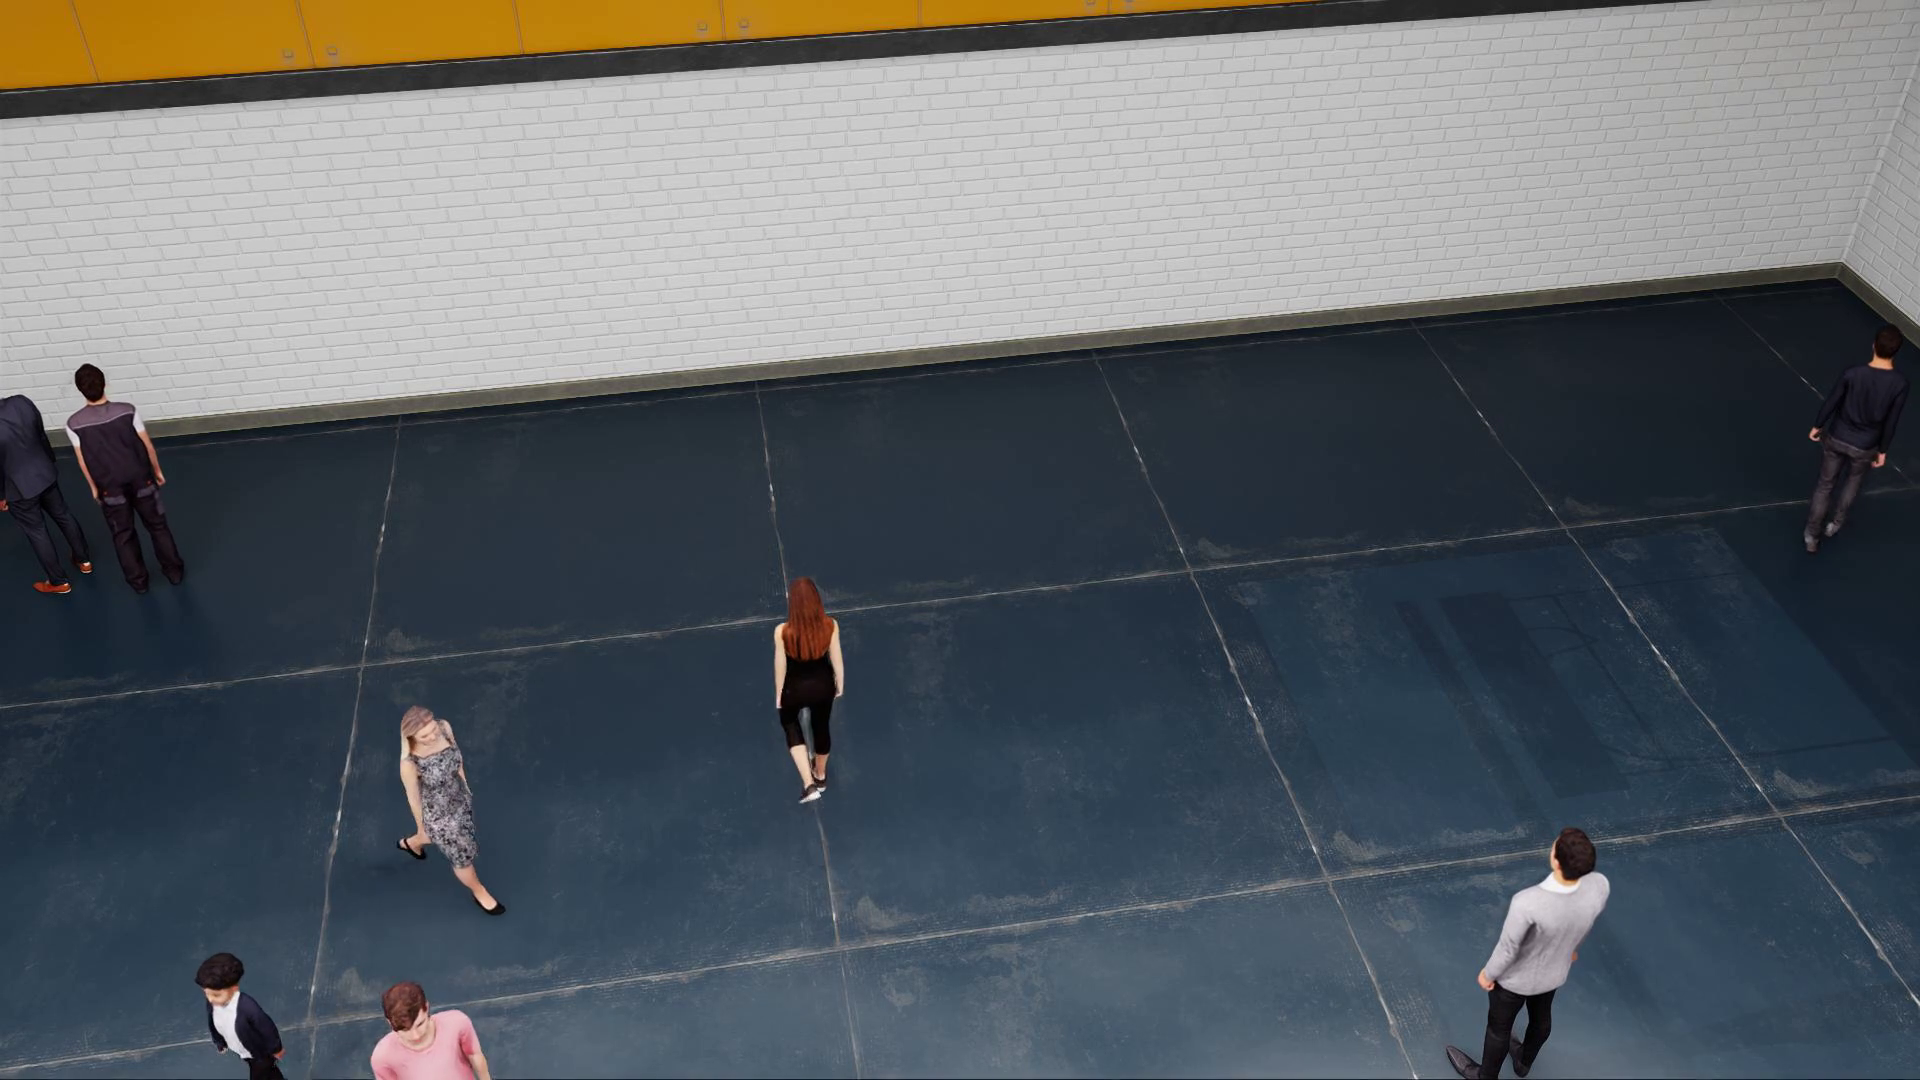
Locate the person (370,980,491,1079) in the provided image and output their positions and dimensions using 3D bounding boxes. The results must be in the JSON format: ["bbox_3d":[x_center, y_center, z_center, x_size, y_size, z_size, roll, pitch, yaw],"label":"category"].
[{"bbox_3d":[-2.456,2.646,7.877,0.831,1.929,1.034,-18,42,-22],"label":"person"}]

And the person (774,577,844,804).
[{"bbox_3d":[-0.922,0.973,10.146,0.596,1.714,0.779,-8,39,-10],"label":"person"}]

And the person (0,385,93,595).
[{"bbox_3d":[-6.613,-0.418,11.799,0.851,1.824,0.744,15,41,18],"label":"person"}]

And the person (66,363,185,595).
[{"bbox_3d":[-5.910,-0.423,11.787,0.716,1.846,0.688,-21,43,-24],"label":"person"}]

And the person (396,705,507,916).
[{"bbox_3d":[-3.029,1.520,9.494,0.945,1.671,0.986,13,40,15],"label":"person"}]

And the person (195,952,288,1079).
[{"bbox_3d":[-3.631,2.525,8.601,0.587,1.215,0.627,17,41,20],"label":"person"}]

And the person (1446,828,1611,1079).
[{"bbox_3d":[2.932,2.164,8.486,0.789,1.923,0.705,-14,41,-17],"label":"person"}]

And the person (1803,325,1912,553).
[{"bbox_3d":[6.484,-0.672,12.092,0.871,1.855,0.933,17,42,20],"label":"person"}]
